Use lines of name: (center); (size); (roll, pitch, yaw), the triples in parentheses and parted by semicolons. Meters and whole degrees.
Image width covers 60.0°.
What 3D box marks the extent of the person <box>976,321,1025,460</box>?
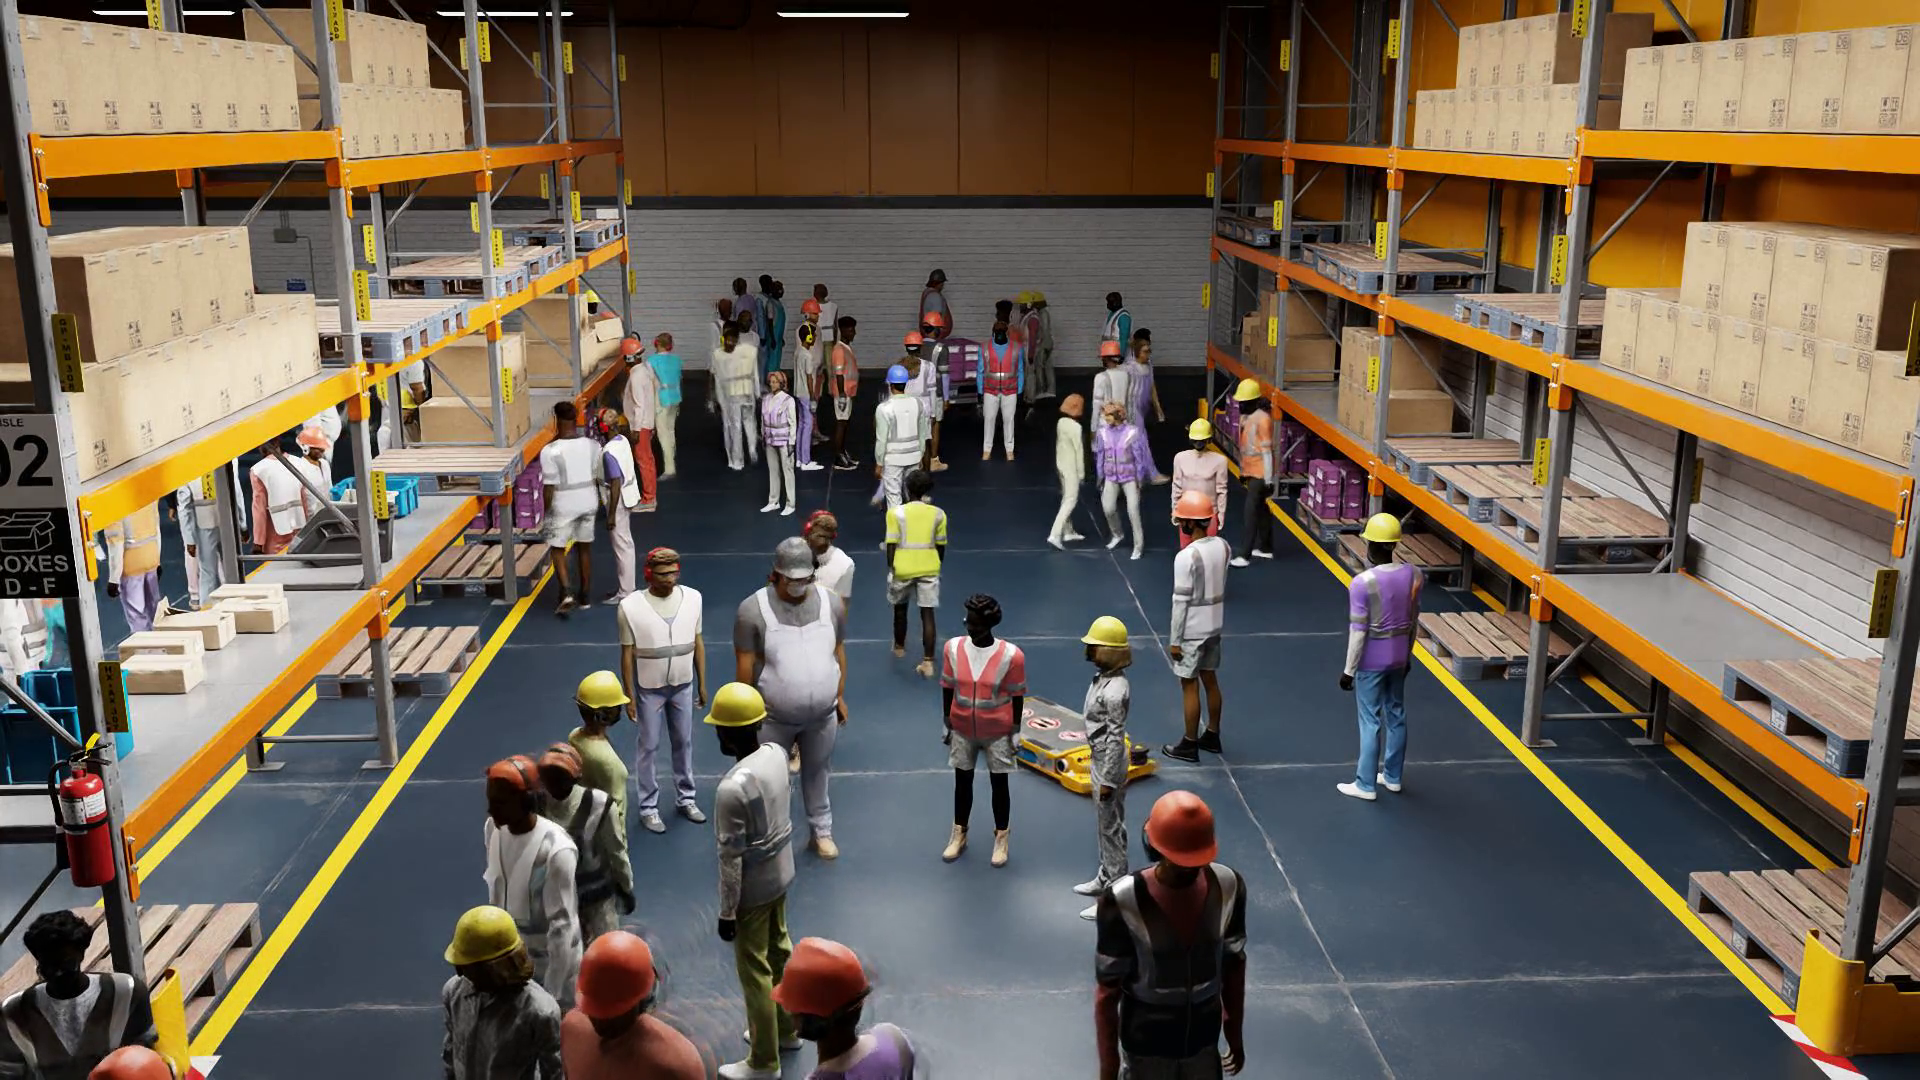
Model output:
person: (0.528, -1.951, 21.777); (0.634, 1.841, 0.429); (0, 14, 2)

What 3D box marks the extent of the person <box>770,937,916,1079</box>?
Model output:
person: (-0.300, 2.189, 5.176); (0.779, 2.018, 0.625); (9, 17, 32)

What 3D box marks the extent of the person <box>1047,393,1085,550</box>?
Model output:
person: (1.113, -0.732, 17.422); (0.550, 1.627, 0.568); (-4, 15, -17)

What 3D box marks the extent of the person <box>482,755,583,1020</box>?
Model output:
person: (-1.839, 1.801, 7.002); (0.596, 1.853, 0.766); (10, 17, 34)

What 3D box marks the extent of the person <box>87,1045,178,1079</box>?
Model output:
person: (-2.436, 2.336, 5.165); (0.594, 1.719, 0.564); (2, 14, 6)

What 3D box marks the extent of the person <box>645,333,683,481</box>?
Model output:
person: (-3.653, -1.663, 20.737); (0.481, 1.808, 0.653); (10, 18, 35)

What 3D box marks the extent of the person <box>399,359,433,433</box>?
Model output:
person: (-6.590, -1.645, 20.176); (0.536, 2.000, 0.683); (-11, 18, -37)

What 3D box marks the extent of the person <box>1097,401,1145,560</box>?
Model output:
person: (1.671, -0.631, 17.054); (0.550, 1.614, 0.390); (9, 17, 32)

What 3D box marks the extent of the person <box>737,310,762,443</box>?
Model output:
person: (-2.979, -2.267, 23.028); (0.504, 1.839, 0.348); (-9, 17, -32)

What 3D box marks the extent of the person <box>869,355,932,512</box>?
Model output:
person: (-0.681, -1.208, 18.961); (0.918, 1.804, 0.521); (-12, 19, -40)

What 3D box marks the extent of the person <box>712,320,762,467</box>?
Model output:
person: (-2.856, -1.865, 21.318); (0.622, 1.897, 0.460); (-6, 15, -22)

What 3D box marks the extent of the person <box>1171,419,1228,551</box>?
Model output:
person: (2.188, -0.252, 15.278); (0.528, 1.760, 0.348); (6, 15, 21)

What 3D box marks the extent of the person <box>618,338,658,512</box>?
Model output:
person: (-3.671, -1.309, 18.967); (0.401, 1.983, 0.623); (0, 14, -2)

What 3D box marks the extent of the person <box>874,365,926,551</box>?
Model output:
person: (-0.621, -0.836, 17.183); (0.602, 1.948, 0.387); (-10, 18, -35)

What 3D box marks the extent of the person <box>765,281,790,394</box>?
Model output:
person: (-2.968, -3.269, 26.938); (0.344, 1.847, 0.504); (3, 15, 10)

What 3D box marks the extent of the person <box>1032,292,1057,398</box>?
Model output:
person: (1.287, -3.112, 26.601); (0.618, 1.707, 0.512); (-3, 15, -10)

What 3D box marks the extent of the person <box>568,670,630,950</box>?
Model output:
person: (-1.789, 1.506, 8.377); (0.336, 1.760, 0.525); (-9, 17, -31)

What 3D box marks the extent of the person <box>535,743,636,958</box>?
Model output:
person: (-1.840, 1.686, 7.997); (0.563, 1.603, 0.531); (1, 14, 5)

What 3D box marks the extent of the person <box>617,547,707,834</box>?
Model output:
person: (-1.871, 0.925, 10.490); (0.560, 1.838, 0.394); (-10, 17, -33)

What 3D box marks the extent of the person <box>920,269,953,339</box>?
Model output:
person: (-0.382, -3.411, 27.110); (0.536, 2.000, 0.701); (-4, 15, -17)

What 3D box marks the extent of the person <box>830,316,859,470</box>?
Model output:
person: (-1.471, -1.893, 21.301); (0.362, 1.962, 0.614); (1, 14, 4)

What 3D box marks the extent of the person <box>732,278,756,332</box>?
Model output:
person: (-3.449, -3.228, 26.616); (0.364, 1.933, 0.629); (4, 15, 15)

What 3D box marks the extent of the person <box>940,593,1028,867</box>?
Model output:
person: (0.134, 1.128, 9.974); (0.534, 1.698, 0.322); (5, 15, 18)

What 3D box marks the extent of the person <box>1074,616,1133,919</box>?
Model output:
person: (0.810, 1.265, 9.341); (0.283, 1.746, 0.493); (0, 14, -1)

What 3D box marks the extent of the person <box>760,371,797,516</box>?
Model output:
person: (-2.053, -1.101, 18.831); (0.521, 1.645, 0.307); (11, 18, 37)

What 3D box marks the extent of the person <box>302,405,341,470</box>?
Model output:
person: (-6.895, -1.026, 18.013); (0.400, 1.910, 0.643); (-4, 15, -14)

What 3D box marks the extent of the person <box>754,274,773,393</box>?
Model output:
person: (-3.181, -3.386, 27.249); (0.392, 1.922, 0.592); (3, 15, 10)

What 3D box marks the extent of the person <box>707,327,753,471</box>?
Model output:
person: (-2.920, -1.786, 21.137); (0.590, 1.827, 0.811); (-3, 15, -12)

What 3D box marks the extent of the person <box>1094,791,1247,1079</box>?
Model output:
person: (0.809, 1.894, 6.319); (0.611, 2.030, 0.410); (-4, 15, -17)

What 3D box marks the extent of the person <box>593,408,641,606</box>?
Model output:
person: (-3.151, -0.308, 15.328); (0.397, 1.840, 0.564); (0, 14, -2)

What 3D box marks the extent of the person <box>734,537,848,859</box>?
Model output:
person: (-0.974, 0.963, 9.937); (0.688, 2.000, 0.536); (-6, 15, -21)

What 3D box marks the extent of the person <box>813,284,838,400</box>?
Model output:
person: (-2.189, -3.147, 26.458); (0.572, 1.844, 0.376); (-11, 18, -37)

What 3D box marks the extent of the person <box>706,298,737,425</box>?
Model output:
person: (-3.480, -2.601, 24.297); (0.613, 1.870, 0.580); (9, 17, 31)

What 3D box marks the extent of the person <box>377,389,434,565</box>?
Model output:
person: (-5.496, -0.595, 16.497); (0.403, 1.824, 0.596); (4, 15, 14)

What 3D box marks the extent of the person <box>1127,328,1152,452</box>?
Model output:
person: (2.392, -1.983, 22.203); (0.317, 1.691, 0.535); (-5, 15, -20)

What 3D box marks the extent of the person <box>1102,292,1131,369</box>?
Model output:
person: (2.372, -2.874, 25.427); (0.429, 1.833, 0.637); (-5, 15, -17)

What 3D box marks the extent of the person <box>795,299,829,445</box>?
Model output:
person: (-2.042, -2.318, 22.909); (0.382, 1.995, 0.612); (5, 15, 21)

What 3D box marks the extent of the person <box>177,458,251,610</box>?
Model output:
person: (-6.446, -0.093, 14.360); (0.386, 1.906, 0.601); (8, 17, 30)

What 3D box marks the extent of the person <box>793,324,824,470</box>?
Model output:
person: (-1.952, -1.819, 21.228); (0.333, 1.860, 0.510); (-7, 16, -25)

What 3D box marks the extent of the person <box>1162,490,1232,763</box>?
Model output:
person: (1.634, 0.603, 11.588); (0.379, 1.933, 0.547); (13, 20, 42)

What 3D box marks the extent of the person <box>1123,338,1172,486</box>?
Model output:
person: (2.216, -1.581, 20.431); (0.955, 1.795, 0.511); (11, 18, 36)

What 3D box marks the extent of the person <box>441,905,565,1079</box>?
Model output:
person: (-1.650, 2.116, 6.013); (0.487, 1.741, 0.313); (5, 15, 19)

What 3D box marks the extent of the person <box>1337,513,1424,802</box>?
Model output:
person: (2.746, 0.770, 10.922); (0.585, 1.929, 0.375); (-8, 16, -28)

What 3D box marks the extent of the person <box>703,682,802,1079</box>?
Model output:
person: (-0.981, 1.584, 7.757); (0.401, 1.918, 0.584); (4, 15, 16)

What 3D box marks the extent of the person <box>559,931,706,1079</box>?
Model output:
person: (-1.053, 2.151, 5.503); (0.617, 1.940, 1.035); (8, 16, 30)

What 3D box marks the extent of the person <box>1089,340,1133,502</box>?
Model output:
person: (1.784, -1.339, 19.222); (0.568, 1.916, 0.598); (-11, 18, -37)

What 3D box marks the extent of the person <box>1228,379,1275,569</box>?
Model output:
person: (2.930, -0.677, 16.698); (0.632, 1.887, 0.664); (-2, 14, -8)

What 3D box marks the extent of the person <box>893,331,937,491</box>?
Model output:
person: (-0.546, -1.540, 19.992); (0.543, 1.928, 0.371); (0, 14, 1)

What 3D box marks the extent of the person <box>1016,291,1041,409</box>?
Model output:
person: (1.041, -2.930, 25.666); (0.403, 1.821, 0.600); (-3, 15, -10)

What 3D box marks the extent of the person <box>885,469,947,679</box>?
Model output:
person: (-0.365, 0.252, 13.520); (0.539, 1.630, 0.858); (-4, 15, -14)

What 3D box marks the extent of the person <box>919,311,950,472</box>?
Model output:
person: (-0.361, -1.880, 21.126); (0.601, 2.036, 0.404); (10, 17, 34)

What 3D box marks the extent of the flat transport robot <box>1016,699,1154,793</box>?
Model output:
flat transport robot: (0.649, 1.405, 11.731); (0.652, 0.197, 1.431); (-10, 18, -35)

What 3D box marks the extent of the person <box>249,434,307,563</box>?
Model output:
person: (-5.818, -0.070, 14.274); (0.415, 1.907, 0.594); (5, 15, 17)

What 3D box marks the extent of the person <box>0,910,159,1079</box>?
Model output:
person: (-3.185, 2.126, 6.060); (0.540, 1.695, 0.317); (-7, 16, -26)

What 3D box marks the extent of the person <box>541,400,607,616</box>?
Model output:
person: (-3.463, -0.289, 15.079); (0.687, 1.930, 0.610); (-11, 18, -38)

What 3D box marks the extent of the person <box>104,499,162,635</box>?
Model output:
person: (-6.553, 0.201, 13.160); (0.385, 1.922, 0.594); (3, 15, 10)

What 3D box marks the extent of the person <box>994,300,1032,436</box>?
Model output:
person: (0.691, -2.436, 23.496); (0.686, 1.935, 0.644); (-5, 15, -19)

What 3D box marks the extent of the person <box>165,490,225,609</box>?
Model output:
person: (-6.933, -0.354, 15.201); (0.611, 1.995, 0.376); (-6, 15, -21)

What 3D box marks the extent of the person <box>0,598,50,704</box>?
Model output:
person: (-6.170, 0.779, 10.968); (0.355, 1.887, 0.573); (-6, 16, -23)

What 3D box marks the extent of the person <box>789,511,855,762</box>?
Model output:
person: (-1.056, 0.661, 11.620); (0.654, 1.786, 0.841); (4, 15, 15)
